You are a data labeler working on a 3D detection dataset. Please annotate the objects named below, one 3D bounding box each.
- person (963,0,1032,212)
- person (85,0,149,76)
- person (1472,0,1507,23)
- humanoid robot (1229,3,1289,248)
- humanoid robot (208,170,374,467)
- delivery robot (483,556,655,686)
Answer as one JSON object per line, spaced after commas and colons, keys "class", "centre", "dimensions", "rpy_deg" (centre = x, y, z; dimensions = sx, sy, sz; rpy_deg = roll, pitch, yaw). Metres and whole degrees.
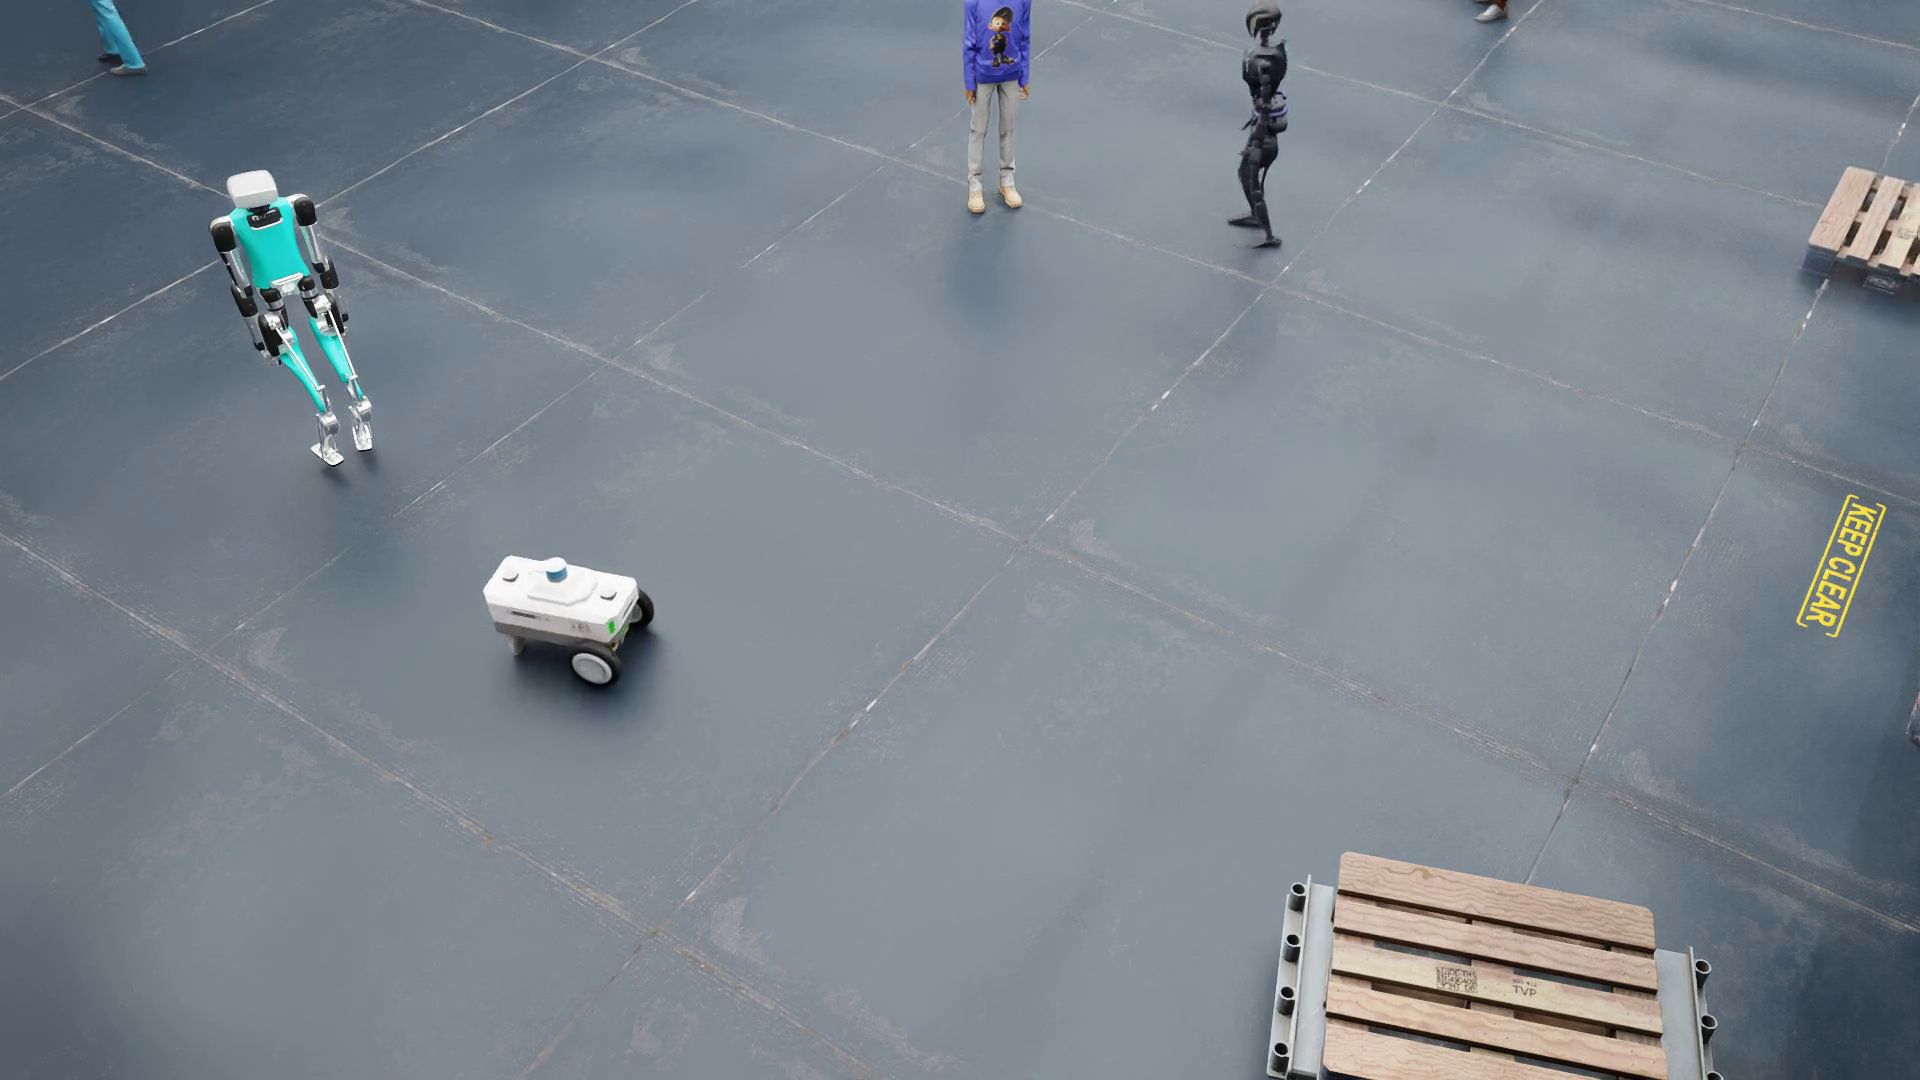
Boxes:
{"class": "person", "centre": [0.245, -3.071, 11.013], "dimensions": [0.459, 1.875, 0.341], "rpy_deg": [-9, 43, -10]}
{"class": "person", "centre": [-6.649, -4.371, 12.503], "dimensions": [0.670, 1.822, 0.586], "rpy_deg": [8, 42, 9]}
{"class": "person", "centre": [4.462, -5.148, 13.303], "dimensions": [0.444, 1.923, 0.646], "rpy_deg": [8, 42, 9]}
{"class": "humanoid robot", "centre": [1.967, -2.663, 10.715], "dimensions": [0.412, 1.642, 0.612], "rpy_deg": [4, 42, 5]}
{"class": "humanoid robot", "centre": [-3.439, -1.081, 8.787], "dimensions": [0.533, 1.677, 0.735], "rpy_deg": [-25, 48, -26]}
{"class": "delivery robot", "centre": [-1.910, 0.346, 8.192], "dimensions": [0.784, 0.613, 0.519], "rpy_deg": [10, 43, 11]}
